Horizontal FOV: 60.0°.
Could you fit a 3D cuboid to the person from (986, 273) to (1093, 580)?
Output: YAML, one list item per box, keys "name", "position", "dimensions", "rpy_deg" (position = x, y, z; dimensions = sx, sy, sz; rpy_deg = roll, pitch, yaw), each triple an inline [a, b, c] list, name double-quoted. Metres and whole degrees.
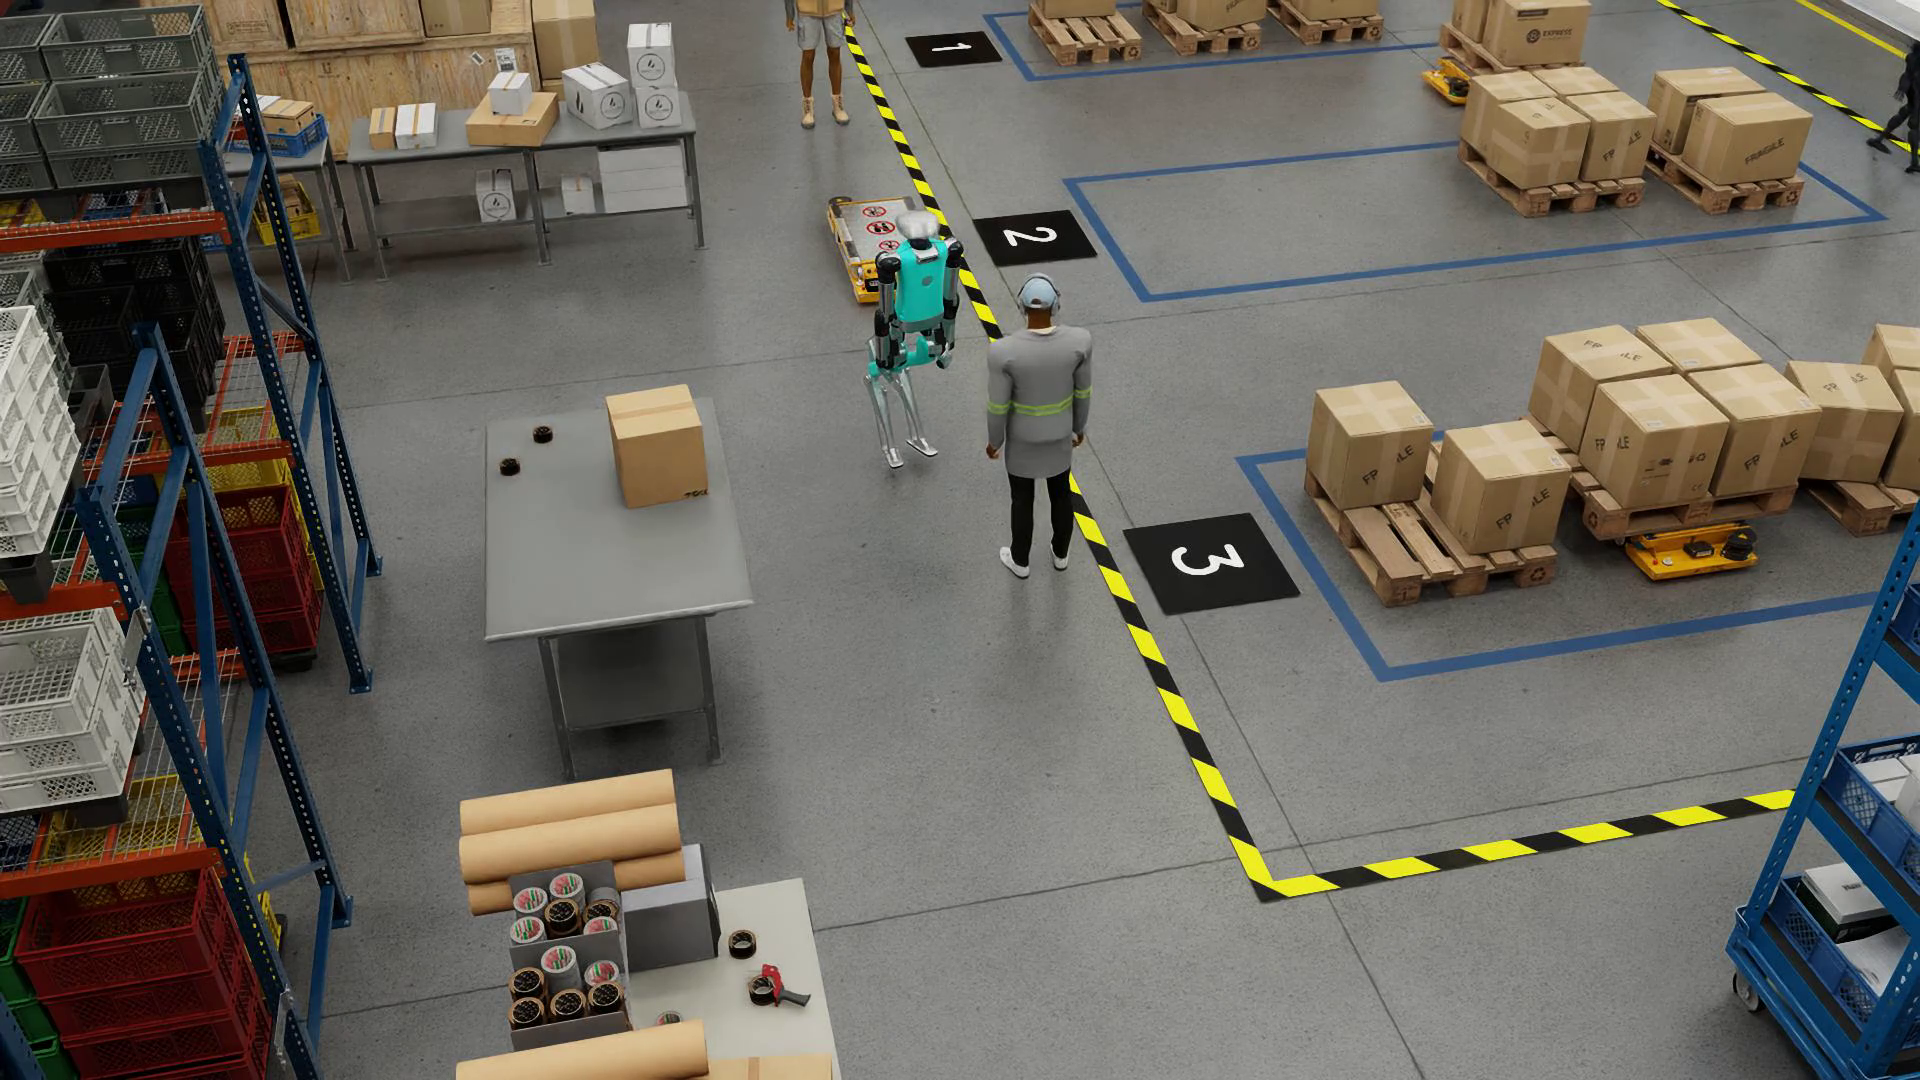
- name: "person"
  position: [0.418, -0.610, 9.049]
  dimensions: [0.587, 1.849, 0.396]
  rpy_deg: [-8, 37, -11]

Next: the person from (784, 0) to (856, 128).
- name: "person"
  position: [-1.186, -4.525, 14.151]
  dimensions: [0.614, 2.041, 0.378]
  rpy_deg: [-8, 37, -11]

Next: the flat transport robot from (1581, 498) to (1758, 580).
- name: "flat transport robot"
  position: [4.062, -0.294, 9.926]
  dimensions: [0.652, 0.197, 1.431]
  rpy_deg: [-8, 37, -10]

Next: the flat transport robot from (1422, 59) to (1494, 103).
- name: "flat transport robot"
  position: [5.058, -4.274, 15.275]
  dimensions: [1.431, 0.197, 0.652]
  rpy_deg: [-8, 37, -10]

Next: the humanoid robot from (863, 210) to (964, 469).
- name: "humanoid robot"
  position: [-0.349, -1.254, 9.896]
  dimensions: [0.533, 1.677, 0.735]
  rpy_deg: [-18, 40, -23]

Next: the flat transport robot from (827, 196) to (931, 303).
- name: "flat transport robot"
  position: [-0.570, -2.220, 12.538]
  dimensions: [0.659, 0.231, 1.431]
  rpy_deg: [-8, 37, -10]

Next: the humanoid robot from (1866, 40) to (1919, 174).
- name: "humanoid robot"
  position: [7.956, -3.843, 13.580]
  dimensions: [0.608, 1.622, 0.785]
  rpy_deg: [-14, 39, -19]
